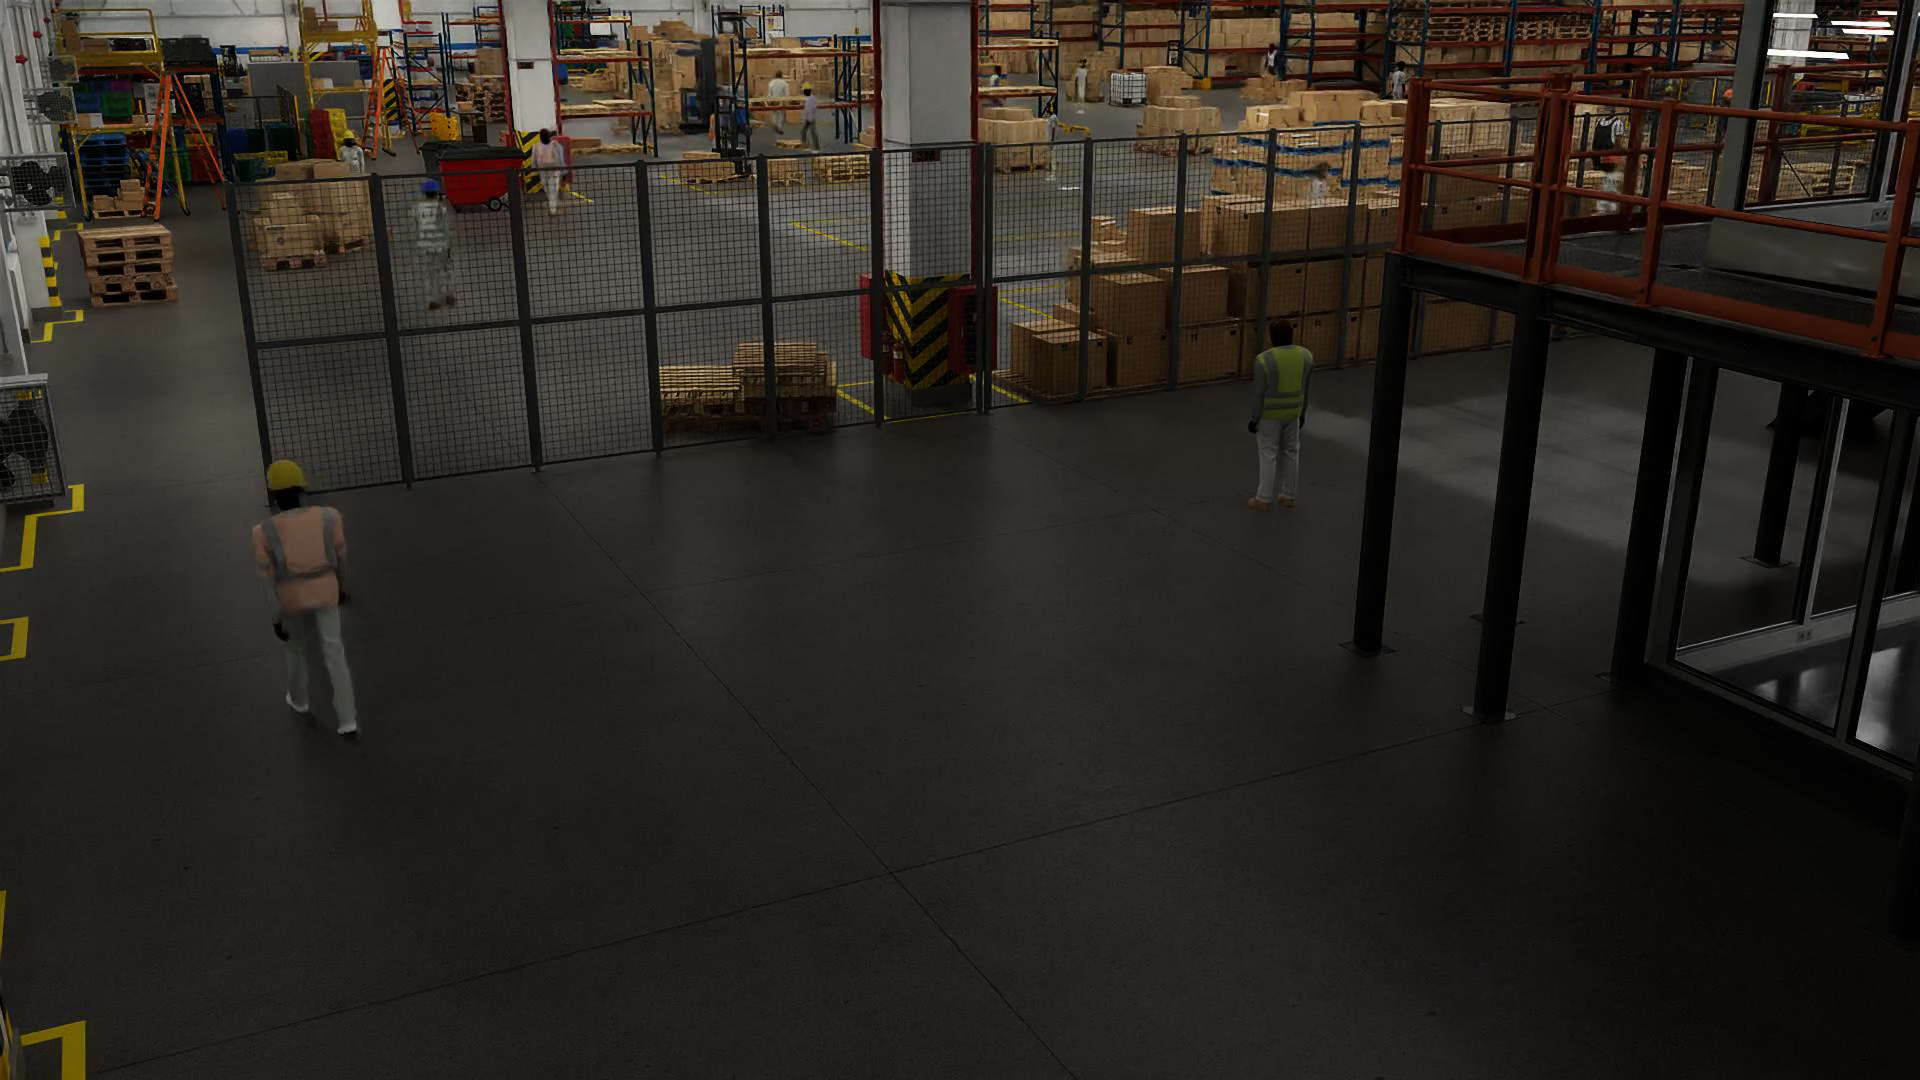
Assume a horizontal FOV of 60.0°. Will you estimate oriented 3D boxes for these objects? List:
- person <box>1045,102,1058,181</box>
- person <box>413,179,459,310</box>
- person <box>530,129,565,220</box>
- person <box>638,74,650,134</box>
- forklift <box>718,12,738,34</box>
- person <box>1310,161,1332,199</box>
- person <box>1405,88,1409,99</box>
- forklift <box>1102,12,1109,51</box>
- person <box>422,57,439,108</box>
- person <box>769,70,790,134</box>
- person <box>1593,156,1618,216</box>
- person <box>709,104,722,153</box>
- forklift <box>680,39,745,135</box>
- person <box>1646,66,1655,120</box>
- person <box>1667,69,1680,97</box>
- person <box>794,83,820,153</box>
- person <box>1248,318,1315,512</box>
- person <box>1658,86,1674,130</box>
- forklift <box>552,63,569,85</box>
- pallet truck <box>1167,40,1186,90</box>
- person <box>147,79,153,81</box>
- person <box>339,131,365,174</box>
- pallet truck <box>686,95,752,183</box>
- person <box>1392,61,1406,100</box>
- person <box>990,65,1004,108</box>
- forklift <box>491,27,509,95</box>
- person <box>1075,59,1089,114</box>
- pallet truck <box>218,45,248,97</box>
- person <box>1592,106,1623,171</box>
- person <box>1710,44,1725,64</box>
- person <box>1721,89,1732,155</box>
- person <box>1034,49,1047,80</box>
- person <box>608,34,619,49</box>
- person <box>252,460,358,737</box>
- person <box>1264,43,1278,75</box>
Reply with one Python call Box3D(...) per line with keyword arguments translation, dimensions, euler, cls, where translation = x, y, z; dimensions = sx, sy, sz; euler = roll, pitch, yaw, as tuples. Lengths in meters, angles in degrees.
Box3D(translation=(2.203, -9.596, 40.038), dimensions=(0.328, 1.861, 0.502), euler=(-2, 19, -5), cls="person")
Box3D(translation=(-7.865, -4.442, 24.995), dimensions=(0.618, 1.924, 0.689), euler=(2, 19, 6), cls="person")
Box3D(translation=(-8.428, -7.456, 33.928), dimensions=(0.656, 1.788, 0.964), euler=(1, 19, 3), cls="person")
Box3D(translation=(-9.807, -13.493, 51.399), dimensions=(0.523, 1.815, 0.881), euler=(-10, 22, -28), cls="person")
Box3D(translation=(-11.297, -24.384, 81.356), dimensions=(1.129, 2.768, 1.873), euler=(-11, 22, -29), cls="forklift")
Box3D(translation=(5.900, -5.259, 27.358), dimensions=(0.493, 1.923, 0.650), euler=(7, 20, 19), cls="person")
Box3D(translation=(11.656, -10.800, 43.398), dimensions=(0.542, 1.939, 0.364), euler=(-2, 19, -7), cls="person")
Box3D(translation=(7.303, -24.165, 80.719), dimensions=(1.129, 2.768, 1.873), euler=(-9, 21, -25), cls="forklift")
Box3D(translation=(-18.761, -16.097, 58.842), dimensions=(0.383, 1.900, 0.763), euler=(12, 22, 31), cls="person")
Box3D(translation=(-5.505, -13.474, 51.181), dimensions=(0.650, 1.914, 0.678), euler=(7, 20, 19), cls="person")
Box3D(translation=(11.005, -5.692, 28.628), dimensions=(0.665, 1.914, 0.554), euler=(14, 23, 34), cls="person")
Box3D(translation=(-6.139, -10.126, 41.824), dimensions=(0.322, 1.692, 0.534), euler=(-9, 21, -24), cls="person")
Box3D(translation=(-7.665, -13.939, 51.076), dimensions=(1.873, 2.768, 1.129), euler=(-5, 20, -15), cls="forklift")
Box3D(translation=(22.616, -14.705, 54.904), dimensions=(0.687, 1.815, 0.606), euler=(-10, 21, -26), cls="person")
Box3D(translation=(23.852, -14.920, 55.755), dimensions=(0.787, 1.671, 0.536), euler=(-14, 23, -35), cls="person")
Box3D(translation=(-4.235, -11.608, 45.801), dimensions=(0.831, 1.896, 0.609), euler=(-8, 21, -22), cls="person")
Box3D(translation=(2.987, -1.175, 15.653), dimensions=(0.624, 1.840, 0.429), euler=(-7, 20, -20), cls="person")
Box3D(translation=(19.949, -11.935, 47.003), dimensions=(0.523, 1.737, 0.861), euler=(-1, 19, -3), cls="person")
Box3D(translation=(-17.985, -20.985, 71.501), dimensions=(1.873, 2.768, 1.129), euler=(-15, 24, -37), cls="forklift")
Box3D(translation=(9.045, -19.971, 69.895), dimensions=(0.823, 1.965, 1.885), euler=(-3, 19, -8), cls="pallet truck")
Box3D(translation=(-24.989, -13.436, 51.507), dimensions=(0.517, 1.634, 0.314), euler=(10, 21, 27), cls="person")
Box3D(translation=(-12.467, -7.508, 34.147), dimensions=(0.491, 1.746, 0.285), euler=(-1, 19, -4), cls="person")
Box3D(translation=(-5.836, -9.608, 39.856), dimensions=(0.823, 1.965, 1.885), euler=(10, 22, 27), cls="pallet truck")
Box3D(translation=(14.584, -14.895, 55.225), dimensions=(0.361, 1.965, 0.614), euler=(-8, 20, -21), cls="person")
Box3D(translation=(1.237, -14.497, 54.210), dimensions=(0.691, 1.881, 0.651), euler=(-6, 20, -17), cls="person")
Box3D(translation=(-16.444, -17.495, 61.385), dimensions=(1.873, 2.768, 1.129), euler=(-13, 23, -33), cls="forklift")
Box3D(translation=(4.278, -15.947, 58.453), dimensions=(0.383, 1.854, 0.562), euler=(15, 24, 36), cls="person")
Box3D(translation=(-28.879, -18.665, 66.111), dimensions=(0.823, 1.965, 1.885), euler=(-3, 19, -9), cls="pallet truck")
Box3D(translation=(14.565, -8.863, 37.630), dimensions=(0.537, 2.000, 0.682), euler=(-12, 22, -31), cls="person")
Box3D(translation=(31.595, -19.771, 69.563), dimensions=(1.008, 1.850, 0.740), euler=(-11, 22, -29), cls="person")
Box3D(translation=(19.340, -10.347, 41.999), dimensions=(0.388, 1.996, 0.612), euler=(12, 23, 32), cls="person")
Box3D(translation=(3.623, -21.543, 75.056), dimensions=(0.561, 1.605, 0.761), euler=(0, 19, -1), cls="person")
Box3D(translation=(-16.362, -23.046, 78.961), dimensions=(0.650, 1.894, 0.553), euler=(-2, 19, -5), cls="person")
Box3D(translation=(-4.346, 0.382, 11.088), dimensions=(0.591, 1.881, 0.998), euler=(-12, 23, -32), cls="person")
Box3D(translation=(12.894, -19.736, 69.390), dimensions=(0.948, 1.872, 0.627), euler=(-8, 21, -22), cls="person")
